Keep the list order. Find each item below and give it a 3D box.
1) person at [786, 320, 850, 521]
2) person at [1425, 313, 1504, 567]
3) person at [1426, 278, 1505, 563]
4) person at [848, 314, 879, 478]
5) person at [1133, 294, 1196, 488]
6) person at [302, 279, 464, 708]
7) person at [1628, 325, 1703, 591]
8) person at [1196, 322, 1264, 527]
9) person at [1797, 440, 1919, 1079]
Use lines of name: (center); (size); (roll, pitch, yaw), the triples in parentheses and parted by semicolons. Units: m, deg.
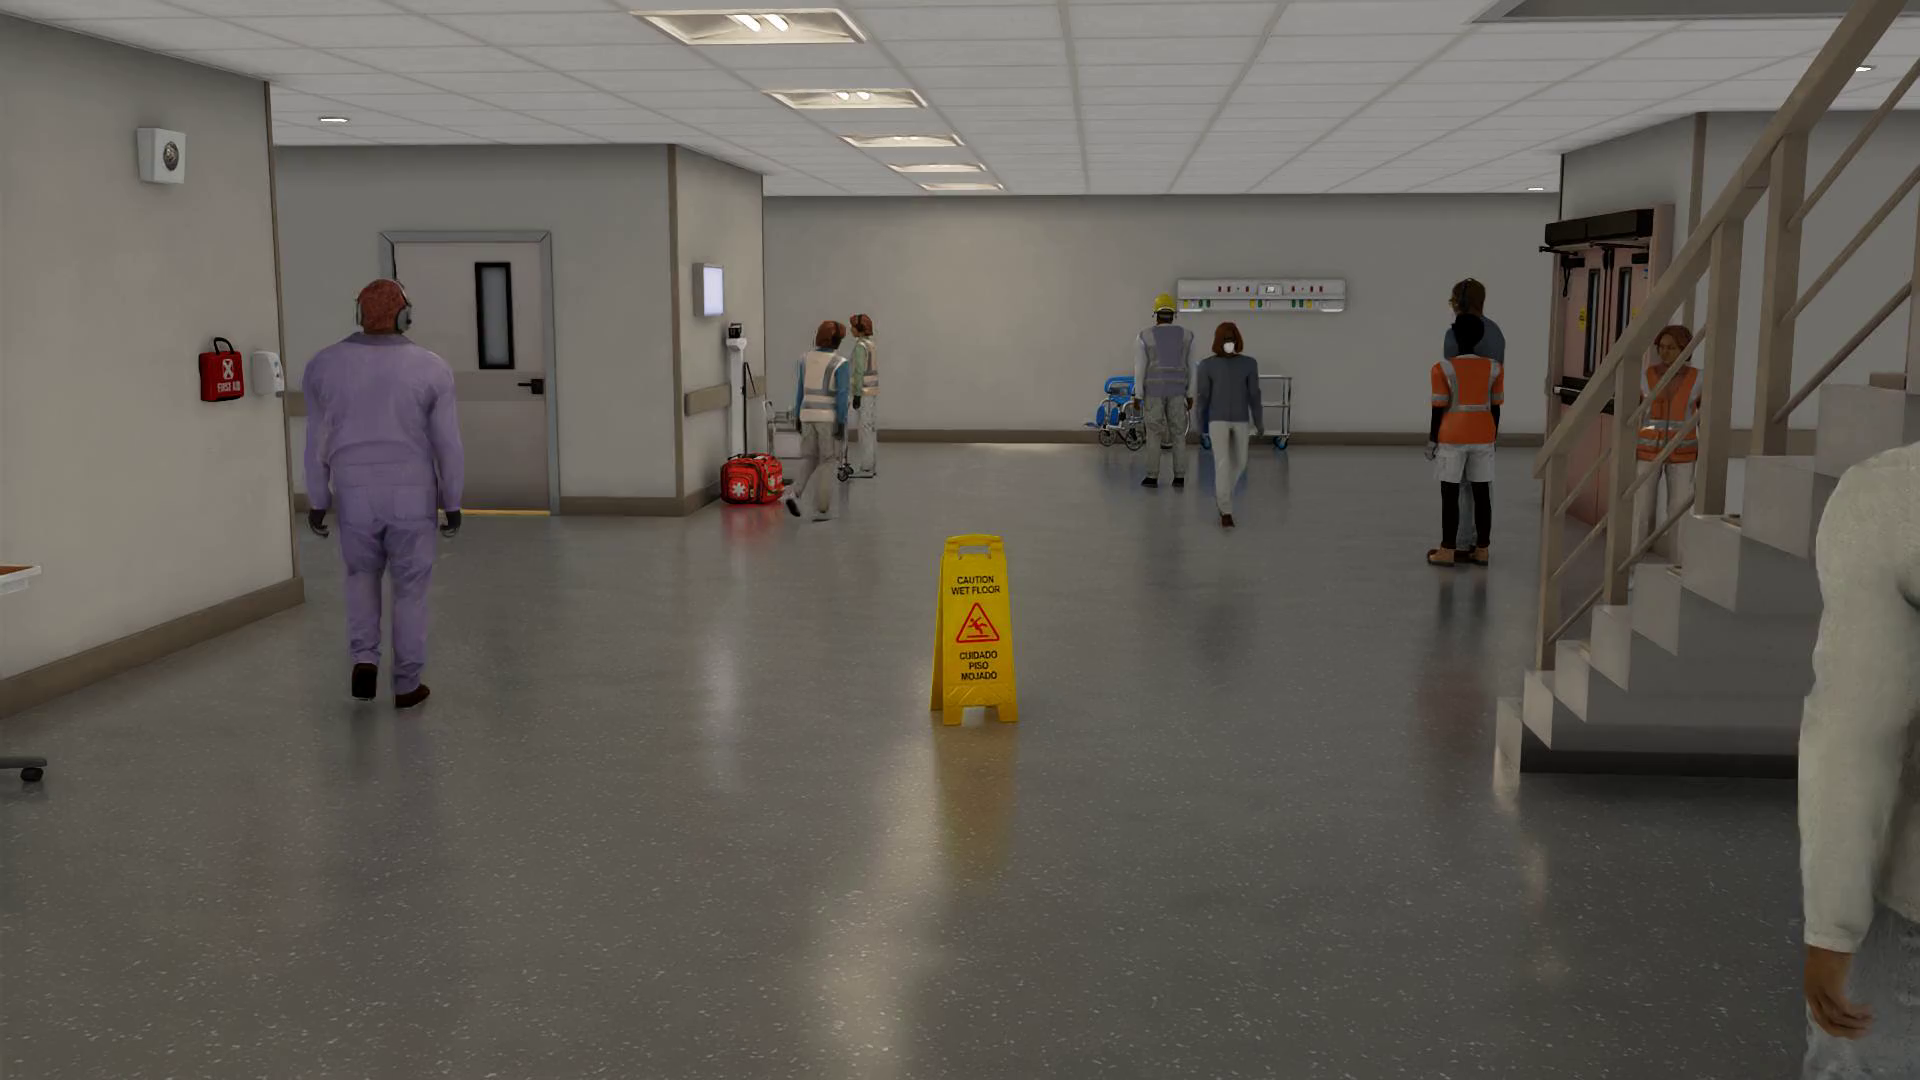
person: (-1.129, -0.948, 13.326); (0.536, 1.614, 0.458); (6, 10, 37)
person: (3.365, -0.660, 11.111); (0.530, 1.697, 0.321); (-2, 9, -10)
person: (3.465, -0.812, 11.354); (0.629, 1.932, 0.366); (-8, 12, -43)
person: (-0.959, -1.432, 16.594); (0.310, 1.631, 0.511); (1, 8, 8)
person: (1.924, -1.404, 15.716); (0.601, 1.830, 0.403); (-1, 8, -10)
person: (-2.511, -0.197, 7.319); (0.668, 1.884, 0.445); (-1, 8, -7)
person: (4.311, -0.489, 10.156); (0.515, 1.636, 0.314); (4, 9, 23)
person: (2.140, -0.932, 13.264); (0.516, 1.610, 0.665); (-1, 8, -8)
person: (1.482, 0.515, 2.346); (0.641, 1.923, 0.430); (1, 8, 7)
